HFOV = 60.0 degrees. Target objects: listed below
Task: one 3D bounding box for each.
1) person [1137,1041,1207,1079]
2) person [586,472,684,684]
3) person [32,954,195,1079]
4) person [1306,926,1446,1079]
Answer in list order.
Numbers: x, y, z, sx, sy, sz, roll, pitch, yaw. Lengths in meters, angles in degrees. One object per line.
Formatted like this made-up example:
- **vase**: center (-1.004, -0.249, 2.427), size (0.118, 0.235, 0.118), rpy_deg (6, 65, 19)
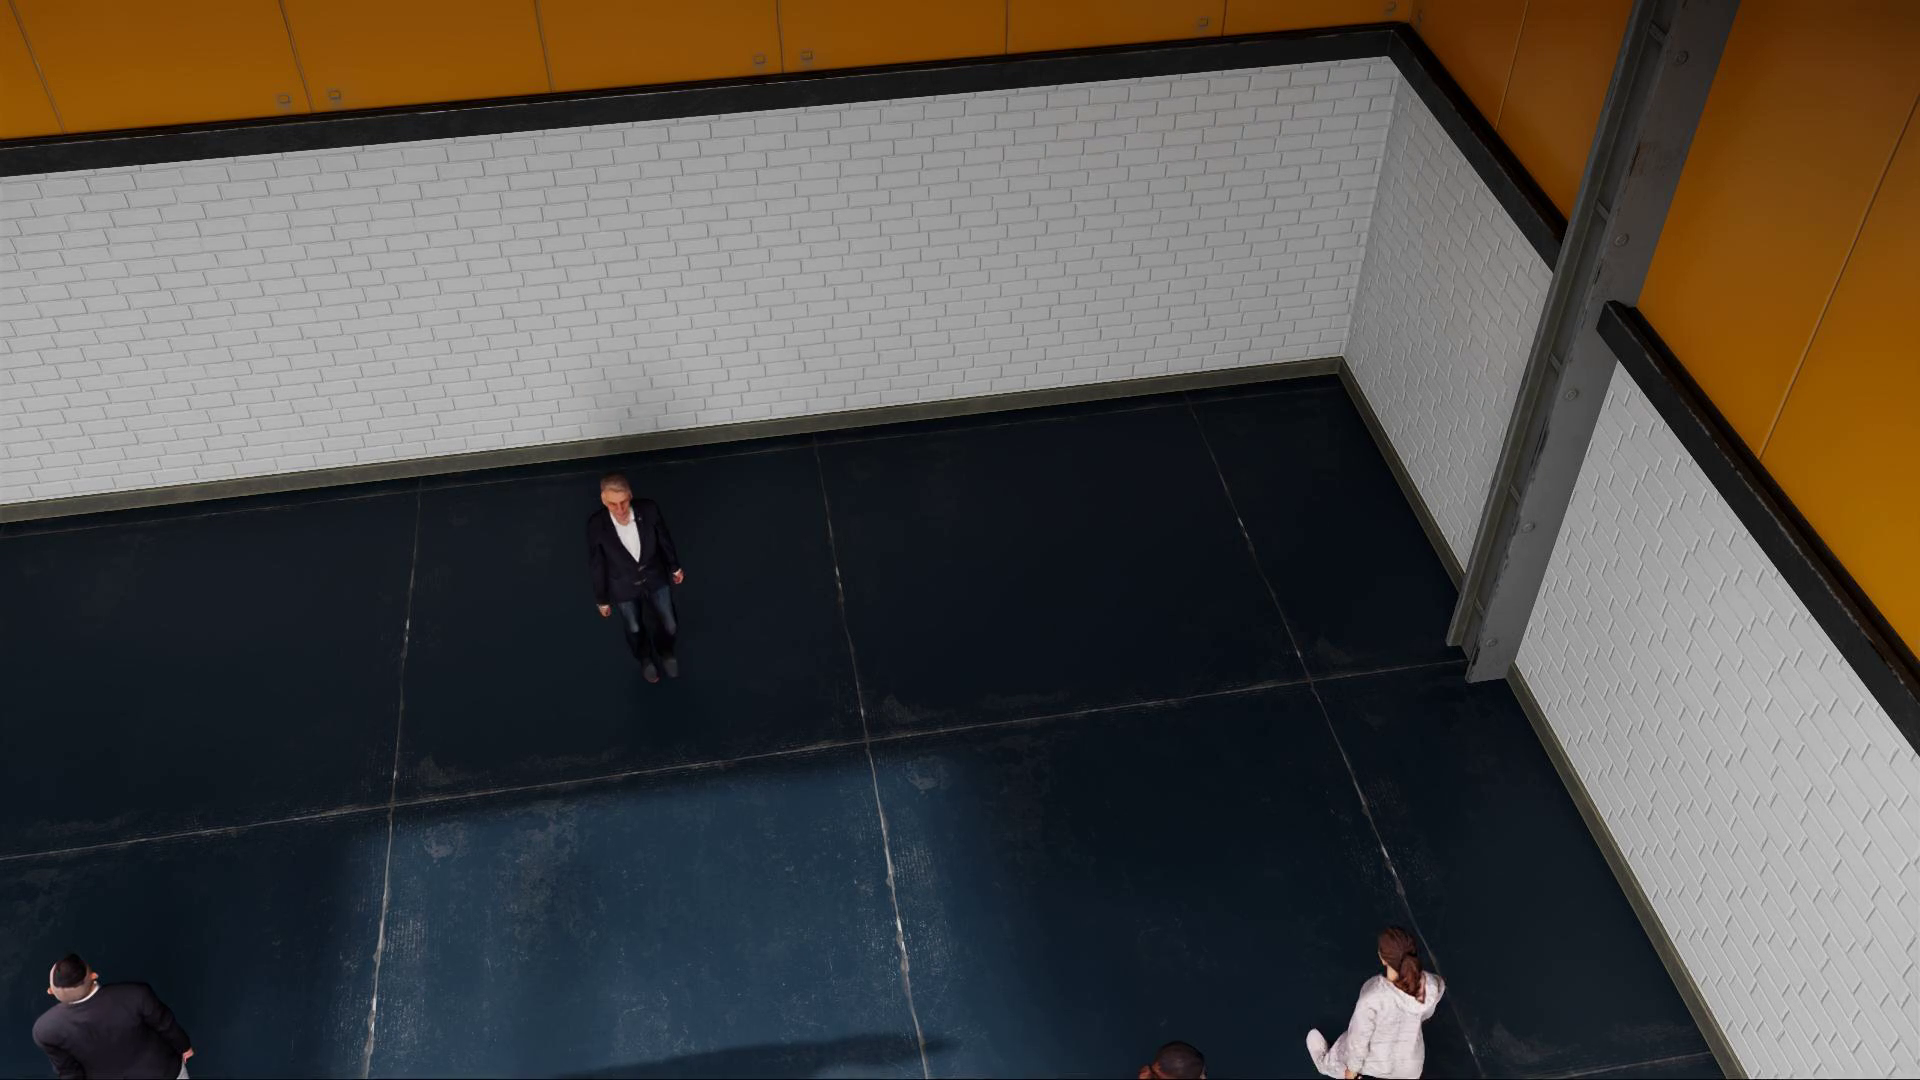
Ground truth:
- **person**: center (0.949, 2.890, 7.866), size (0.636, 1.725, 0.505), rpy_deg (-11, 45, -11)
- **person**: center (-2.080, 0.177, 10.653), size (0.799, 1.807, 0.715), rpy_deg (-15, 46, -15)
- **person**: center (-4.002, 2.562, 8.047), size (0.775, 1.948, 0.727), rpy_deg (-21, 47, -20)
- **person**: center (2.146, 2.602, 8.238), size (0.714, 1.628, 1.107), rpy_deg (-9, 44, -9)
